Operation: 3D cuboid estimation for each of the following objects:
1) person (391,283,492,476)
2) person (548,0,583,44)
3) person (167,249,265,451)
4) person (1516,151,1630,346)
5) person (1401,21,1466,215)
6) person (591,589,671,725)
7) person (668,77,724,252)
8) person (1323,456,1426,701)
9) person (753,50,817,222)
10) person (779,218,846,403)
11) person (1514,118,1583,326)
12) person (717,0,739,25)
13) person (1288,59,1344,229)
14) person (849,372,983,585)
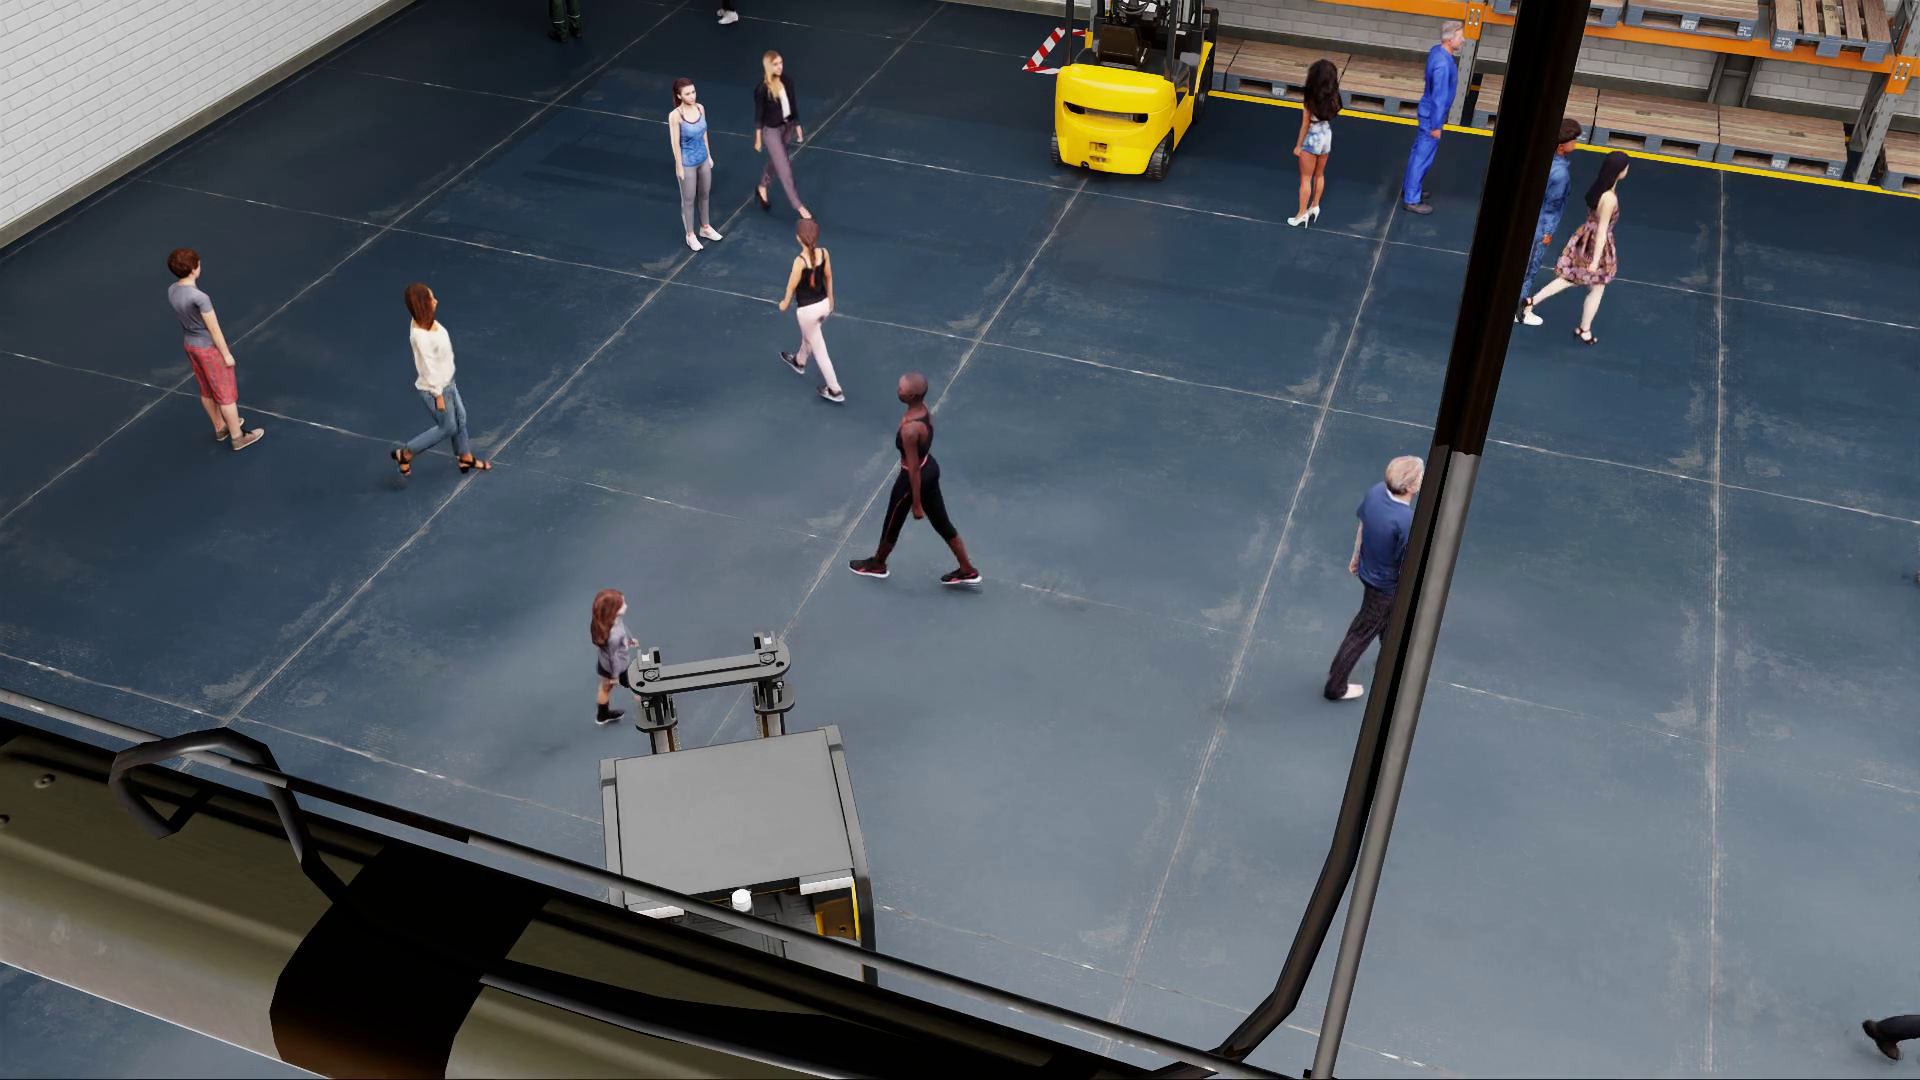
[{"bbox_3d":[-3.936,-1.127,12.252,1.030,1.661,0.899,-8,39,-9],"label":"person"},{"bbox_3d":[-4.616,-6.630,19.000,0.780,1.840,0.772,-30,48,-32],"label":"person"},{"bbox_3d":[-5.740,-1.445,12.660,0.533,1.649,0.675,21,43,24],"label":"person"},{"bbox_3d":[5.118,-2.378,13.748,1.097,1.749,0.852,1,39,2],"label":"person"},{"bbox_3d":[4.472,-4.028,15.752,0.602,1.827,0.748,7,39,8],"label":"person"},{"bbox_3d":[-2.209,0.748,10.370,0.782,1.081,0.716,-16,41,-19],"label":"person"},{"bbox_3d":[-2.443,-3.453,15.206,0.646,1.610,0.633,28,46,30],"label":"person"},{"bbox_3d":[2.543,0.278,10.353,1.164,1.836,1.036,-11,40,-13],"label":"person"},{"bbox_3d":[-1.769,-3.792,15.623,1.140,1.620,0.856,27,46,30],"label":"person"},{"bbox_3d":[-1.122,-1.784,13.190,1.060,1.517,0.735,27,46,29],"label":"person"},{"bbox_3d":[4.932,-2.727,14.136,0.655,1.811,0.725,3,39,4],"label":"person"},{"bbox_3d":[-2.830,-6.952,19.507,0.631,1.710,0.706,15,41,18],"label":"person"},{"bbox_3d":[3.301,-3.685,15.484,0.654,1.625,0.684,-30,48,-32],"label":"person"},{"bbox_3d":[-0.186,-0.355,11.245,1.194,1.711,0.674,9,40,12],"label":"person"}]
